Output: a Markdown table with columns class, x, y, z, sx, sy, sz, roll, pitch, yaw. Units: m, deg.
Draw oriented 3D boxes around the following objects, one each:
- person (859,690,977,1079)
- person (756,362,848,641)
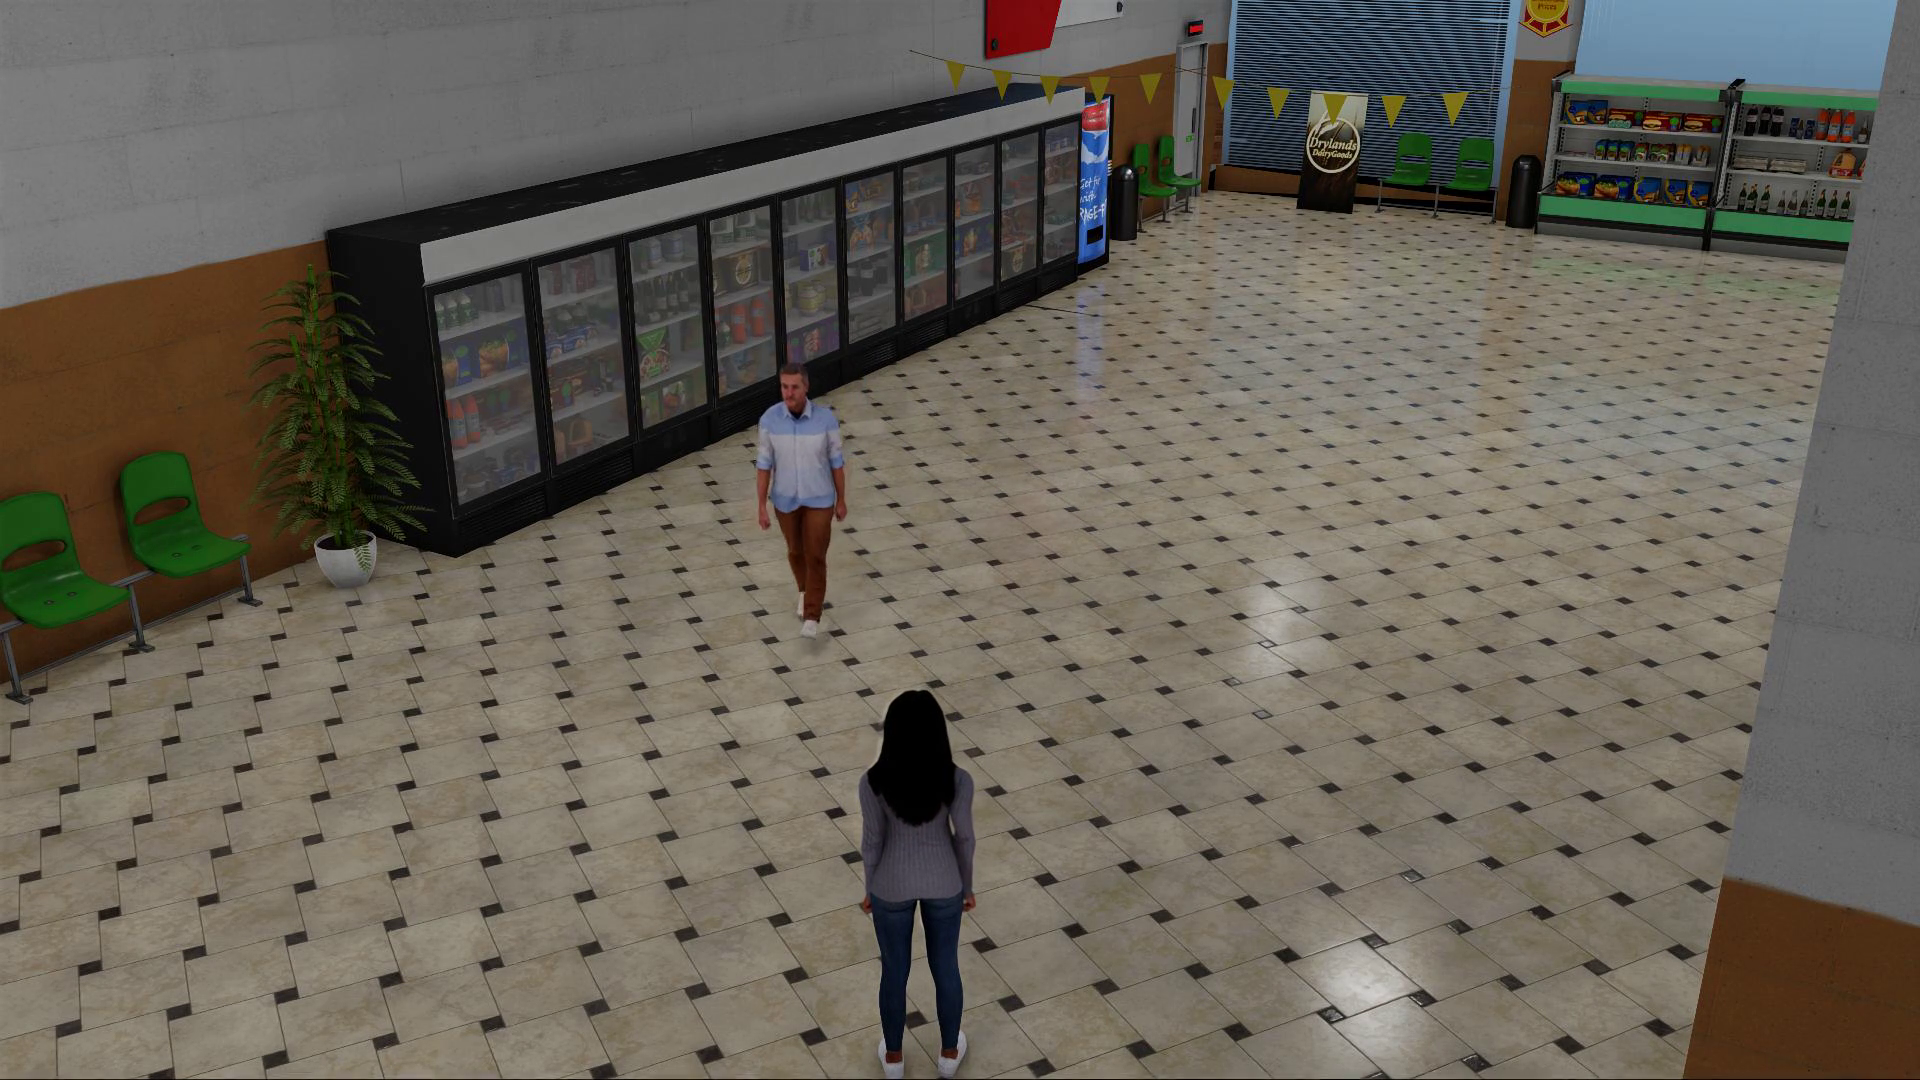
| class | x | y | z | sx | sy | sz | roll | pitch | yaw |
| --- | --- | --- | --- | --- | --- | --- | --- | --- | --- |
| person | -0.170 | 1.390 | 6.629 | 0.645 | 1.736 | 0.750 | -1 | 22 | -3 |
| person | -1.000 | -0.300 | 10.752 | 1.139 | 1.796 | 1.060 | 2 | 22 | 4 |
